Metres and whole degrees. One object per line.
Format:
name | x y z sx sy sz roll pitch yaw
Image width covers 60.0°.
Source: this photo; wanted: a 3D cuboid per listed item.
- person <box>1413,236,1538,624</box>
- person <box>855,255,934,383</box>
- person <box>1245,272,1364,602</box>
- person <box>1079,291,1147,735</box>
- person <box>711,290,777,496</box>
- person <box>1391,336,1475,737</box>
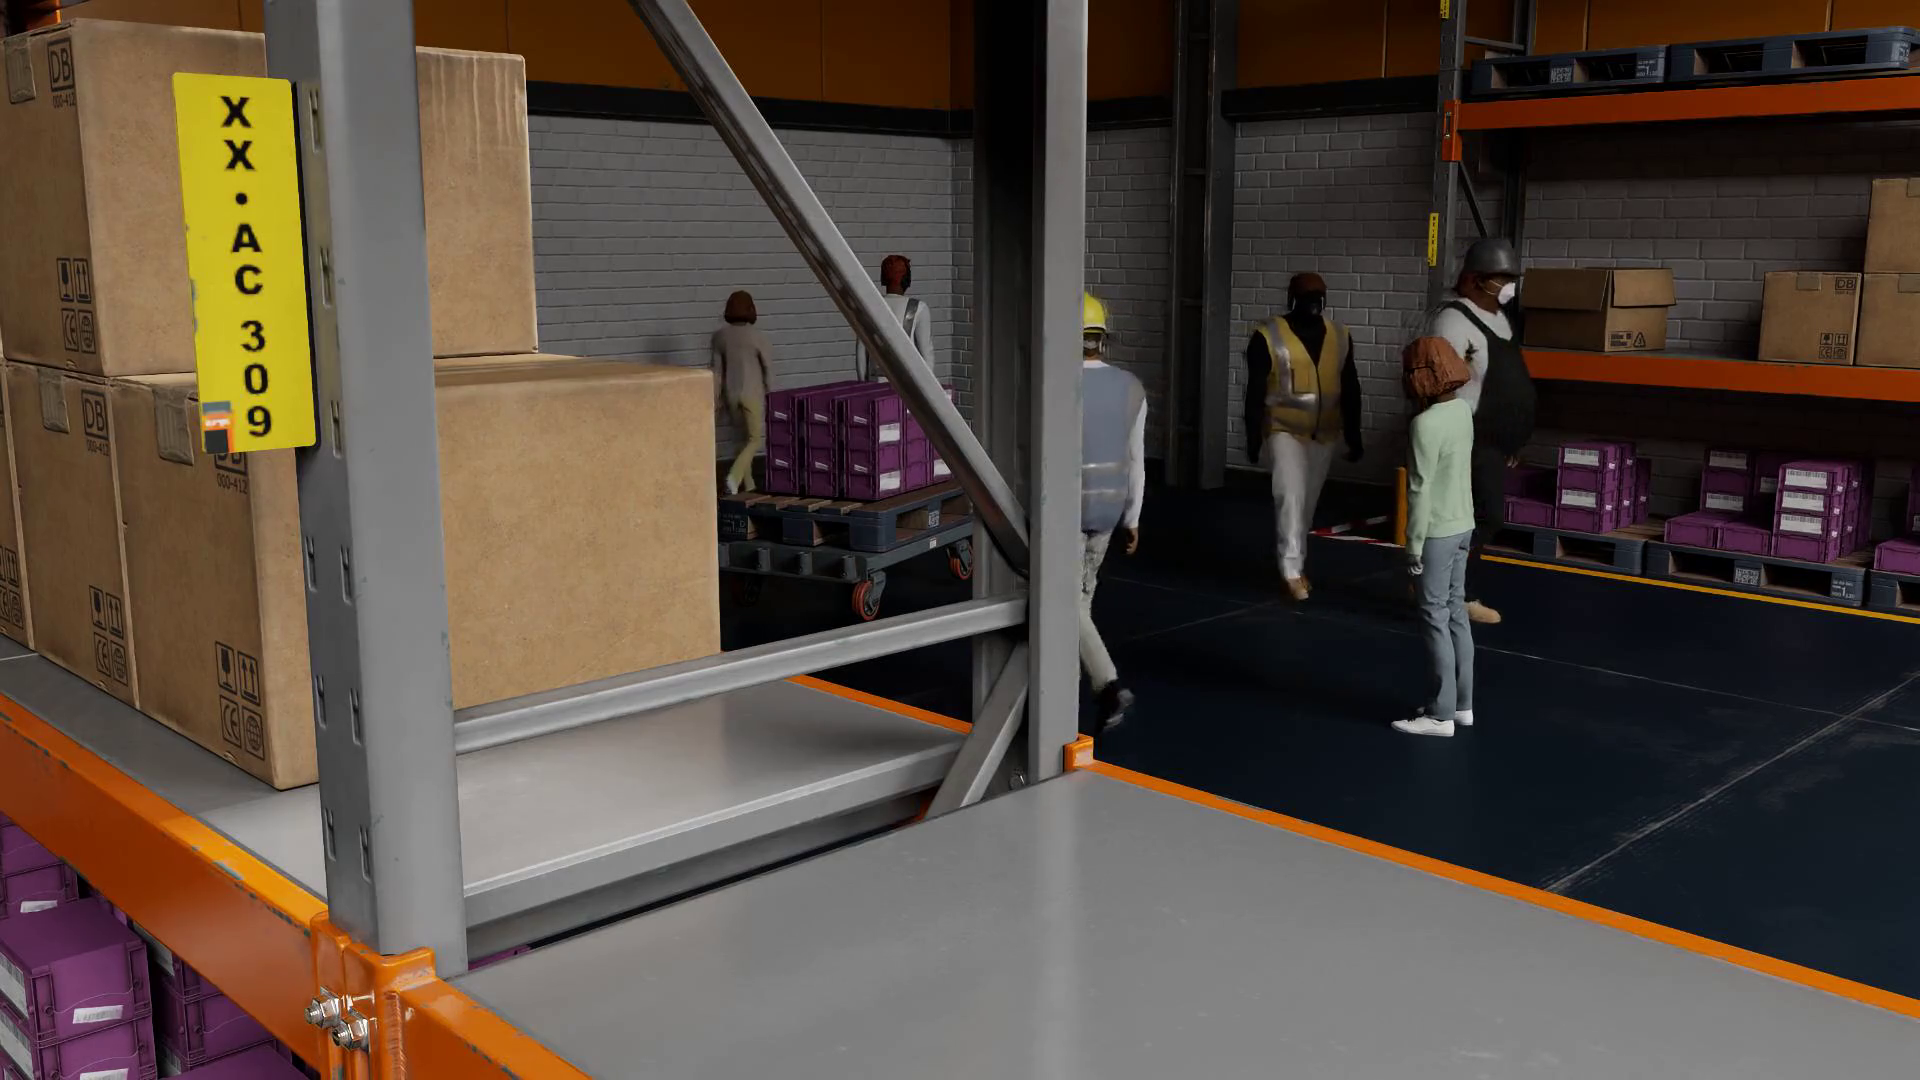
person | 2.680 -0.550 8.545 0.535 2.000 0.694 7 13 35
person | -0.454 -1.078 11.850 0.584 1.882 0.344 4 11 21
person | 1.959 -0.568 9.271 0.630 1.818 0.763 -3 11 -16
person | 0.507 -0.118 6.839 0.603 1.804 0.815 -6 12 -30
person | -1.642 -1.055 12.440 0.503 1.612 0.682 5 11 25
person | 1.932 -0.011 6.762 0.310 1.624 0.492 8 13 37
